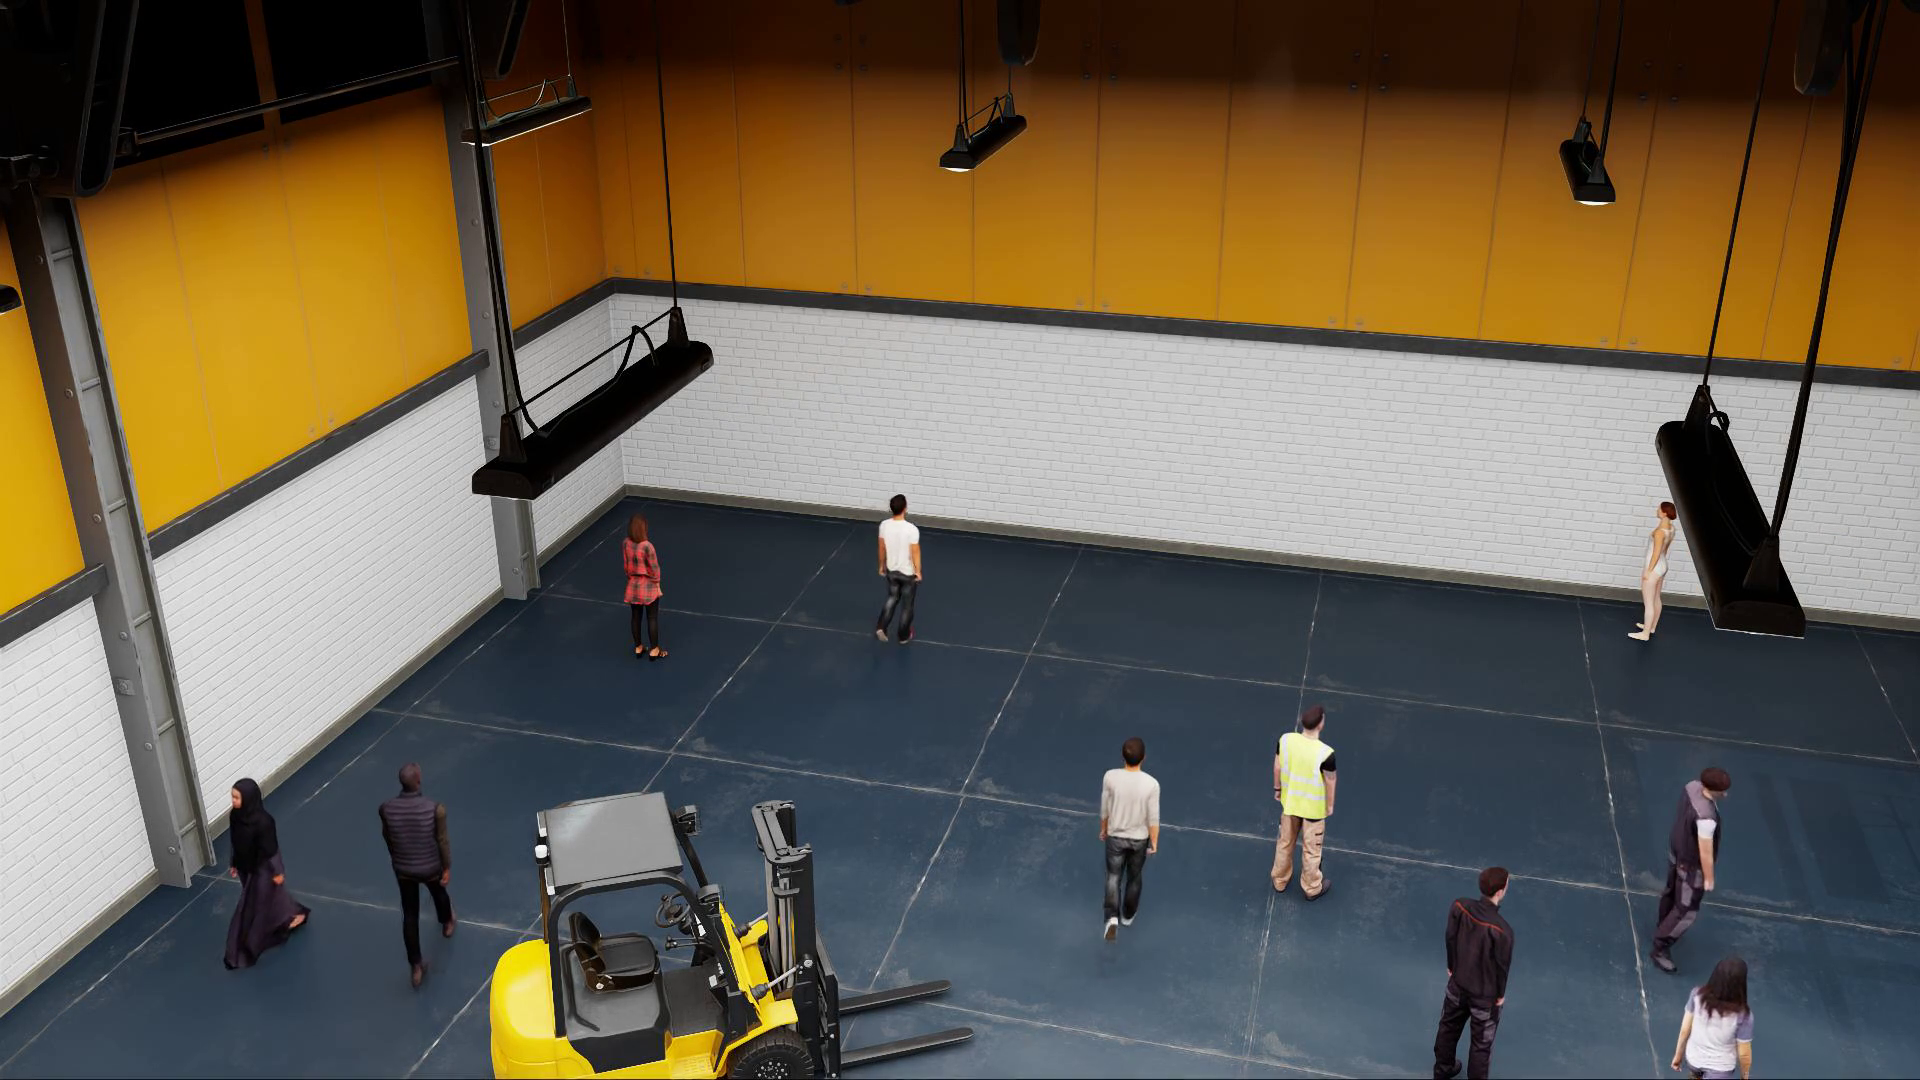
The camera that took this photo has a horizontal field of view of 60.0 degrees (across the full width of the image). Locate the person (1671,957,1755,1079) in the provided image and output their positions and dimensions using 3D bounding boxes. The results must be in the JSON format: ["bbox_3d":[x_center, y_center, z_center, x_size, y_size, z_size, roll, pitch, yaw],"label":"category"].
[{"bbox_3d":[4.975,3.585,11.148,1.225,1.673,1.042,-19,30,-36],"label":"person"}]

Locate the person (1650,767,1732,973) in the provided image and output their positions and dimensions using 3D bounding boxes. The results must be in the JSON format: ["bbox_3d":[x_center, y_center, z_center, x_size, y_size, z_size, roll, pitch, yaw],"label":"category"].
[{"bbox_3d":[5.849,2.529,13.389,0.971,1.813,0.689,-4,24,-10],"label":"person"}]

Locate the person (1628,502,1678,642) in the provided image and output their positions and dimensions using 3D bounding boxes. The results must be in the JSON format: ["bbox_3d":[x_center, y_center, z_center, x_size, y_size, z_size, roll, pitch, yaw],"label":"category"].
[{"bbox_3d":[7.801,0.332,18.624,0.669,1.644,0.545,19,30,36],"label":"person"}]

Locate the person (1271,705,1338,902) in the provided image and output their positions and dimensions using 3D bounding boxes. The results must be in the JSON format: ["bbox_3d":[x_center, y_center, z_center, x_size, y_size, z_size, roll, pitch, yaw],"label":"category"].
[{"bbox_3d":[2.922,2.206,14.086,0.803,1.846,0.823,15,28,31],"label":"person"}]

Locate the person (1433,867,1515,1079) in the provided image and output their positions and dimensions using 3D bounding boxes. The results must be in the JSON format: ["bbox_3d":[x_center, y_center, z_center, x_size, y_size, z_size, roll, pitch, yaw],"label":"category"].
[{"bbox_3d":[3.677,3.156,11.831,0.814,1.912,0.778,-16,28,-32],"label":"person"}]

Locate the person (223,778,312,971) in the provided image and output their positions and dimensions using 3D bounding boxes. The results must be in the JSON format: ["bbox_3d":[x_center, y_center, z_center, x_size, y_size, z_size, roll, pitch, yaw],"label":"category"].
[{"bbox_3d":[-5.624,2.598,13.476,0.871,1.616,1.164,16,28,33],"label":"person"}]

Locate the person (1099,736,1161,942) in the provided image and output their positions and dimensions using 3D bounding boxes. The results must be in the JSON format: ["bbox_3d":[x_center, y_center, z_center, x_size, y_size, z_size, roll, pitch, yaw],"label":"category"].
[{"bbox_3d":[1.352,2.461,13.566,0.667,1.796,0.947,5,24,12],"label":"person"}]

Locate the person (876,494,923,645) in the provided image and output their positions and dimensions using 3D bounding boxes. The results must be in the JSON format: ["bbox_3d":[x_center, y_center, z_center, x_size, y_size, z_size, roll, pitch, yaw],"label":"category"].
[{"bbox_3d":[-0.693,0.367,18.363,0.753,1.790,0.917,12,26,25],"label":"person"}]

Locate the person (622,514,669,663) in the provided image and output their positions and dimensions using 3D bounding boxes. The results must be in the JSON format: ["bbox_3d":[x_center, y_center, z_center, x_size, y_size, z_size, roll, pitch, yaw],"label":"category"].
[{"bbox_3d":[-3.460,0.513,18.137,0.656,1.703,0.620,12,26,25],"label":"person"}]

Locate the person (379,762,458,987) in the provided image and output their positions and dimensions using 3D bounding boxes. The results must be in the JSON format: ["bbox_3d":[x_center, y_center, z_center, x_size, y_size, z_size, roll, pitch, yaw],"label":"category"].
[{"bbox_3d":[-4.308,2.652,13.131,0.987,1.793,1.262,-3,24,-6],"label":"person"}]
